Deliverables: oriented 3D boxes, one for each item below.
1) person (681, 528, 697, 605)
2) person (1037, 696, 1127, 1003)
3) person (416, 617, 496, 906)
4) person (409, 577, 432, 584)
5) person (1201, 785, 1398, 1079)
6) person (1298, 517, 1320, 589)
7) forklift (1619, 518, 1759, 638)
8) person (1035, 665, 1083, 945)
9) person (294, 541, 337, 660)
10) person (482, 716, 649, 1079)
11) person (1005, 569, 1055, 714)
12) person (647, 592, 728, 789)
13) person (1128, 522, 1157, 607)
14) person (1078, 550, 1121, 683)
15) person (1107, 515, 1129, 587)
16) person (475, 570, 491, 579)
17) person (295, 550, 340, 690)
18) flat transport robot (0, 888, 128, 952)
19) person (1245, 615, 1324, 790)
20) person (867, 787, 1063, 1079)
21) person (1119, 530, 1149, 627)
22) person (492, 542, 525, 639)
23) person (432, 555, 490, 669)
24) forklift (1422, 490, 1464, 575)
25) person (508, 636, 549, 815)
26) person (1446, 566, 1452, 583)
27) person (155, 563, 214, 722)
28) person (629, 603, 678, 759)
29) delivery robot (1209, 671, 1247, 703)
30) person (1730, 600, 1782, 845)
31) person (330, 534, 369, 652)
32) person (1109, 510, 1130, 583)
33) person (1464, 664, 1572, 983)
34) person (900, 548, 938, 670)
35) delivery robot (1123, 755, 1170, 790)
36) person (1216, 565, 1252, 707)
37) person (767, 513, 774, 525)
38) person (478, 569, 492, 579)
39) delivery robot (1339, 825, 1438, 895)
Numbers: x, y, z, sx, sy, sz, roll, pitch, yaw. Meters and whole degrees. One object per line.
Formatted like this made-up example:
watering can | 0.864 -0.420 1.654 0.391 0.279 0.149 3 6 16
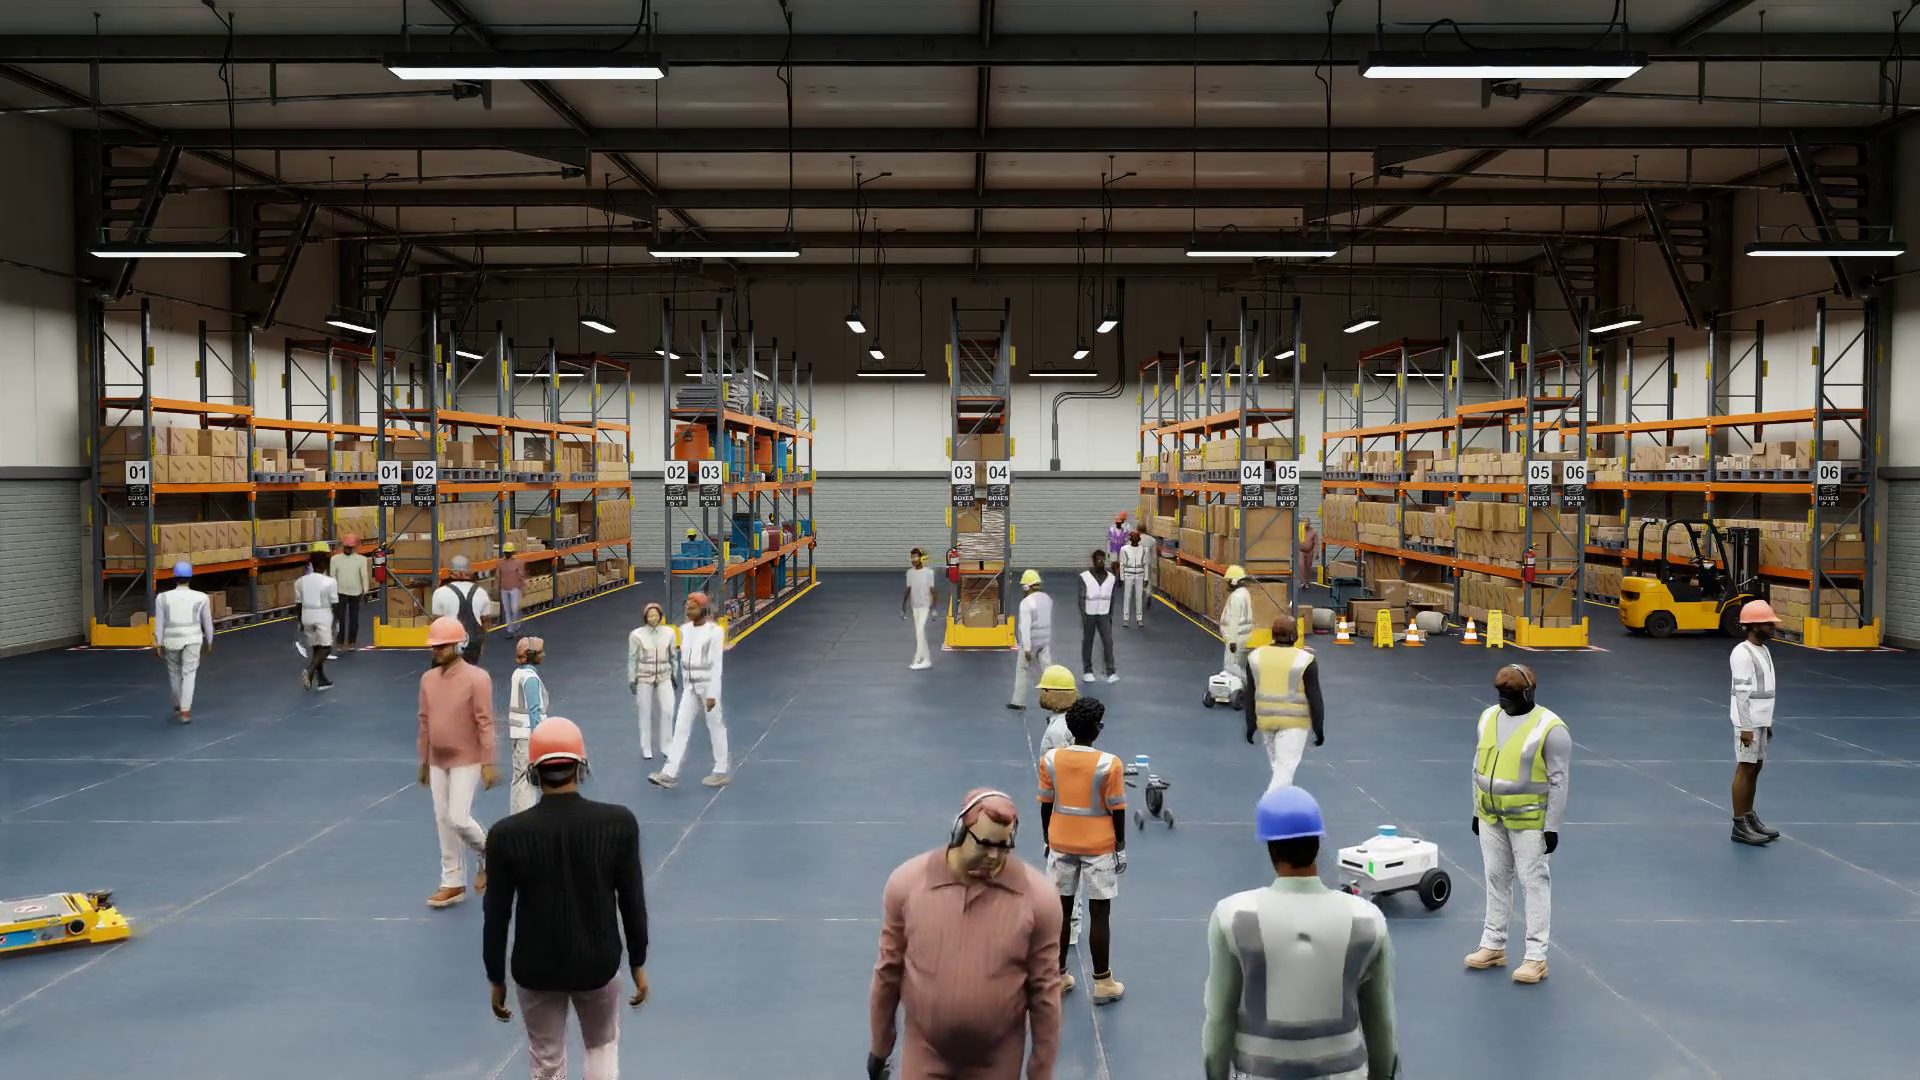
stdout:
person | -6.079 0.600 36.704 0.533 1.767 0.326 0 2 -4
person | 0.698 1.730 9.105 0.541 1.695 0.316 1 3 29
person | -3.467 1.509 11.097 0.645 1.981 0.470 1 3 27
person | -10.620 0.763 31.978 0.620 1.810 0.731 0 2 -3
person | 1.106 1.768 5.273 0.651 1.924 0.444 0 2 0
person | 8.936 0.353 41.627 0.679 1.860 0.950 0 2 1
forklift | 13.417 0.684 29.791 2.313 2.155 1.214 0 2 0
person | 0.620 1.663 10.221 0.303 1.743 0.494 0 2 12
person | -10.237 0.964 25.679 0.522 1.912 0.620 -1 2 -14
person | -1.579 1.694 6.464 0.645 1.976 0.433 -1 2 -18
person | 0.964 1.256 19.920 0.910 1.799 0.600 2 3 44
person | -2.503 1.419 15.094 0.611 1.839 0.942 2 3 36
person | 4.029 0.564 35.637 0.634 1.925 0.648 0 2 -3
person | 1.967 1.094 22.862 0.603 1.880 0.940 -1 2 -17
person | 4.147 0.303 42.348 0.578 1.908 0.807 0 2 8
person | -11.824 0.505 39.959 0.533 1.696 0.318 0 2 -5
person | -8.772 1.096 21.994 0.612 1.944 0.785 0 2 9
flat transport robot | -6.019 2.417 10.026 1.431 0.197 0.652 -2 3 -37
person | 2.668 1.515 13.310 0.639 1.801 0.943 2 3 38
person | 0.009 1.780 5.617 0.698 1.873 0.445 0 2 4
person | 3.400 0.748 31.516 0.573 1.883 0.356 0 2 -2
person | -8.132 0.912 29.053 0.541 1.749 0.570 0 2 9
person | -5.893 1.192 18.921 0.702 2.000 0.594 -2 3 -40
forklift | 13.926 -0.371 47.846 1.873 2.768 1.129 0 2 0
person | -3.493 1.601 13.075 0.310 1.638 0.523 -1 3 -29
person | 11.885 0.543 39.735 0.500 1.636 0.284 0 2 -5
person | -9.346 1.222 19.467 0.636 1.892 1.021 -1 2 -22
person | -3.154 1.467 16.684 0.541 1.615 0.636 -1 3 -25
delivery robot | 3.465 1.814 20.523 0.477 0.478 0.707 2 3 38
person | 6.414 1.454 13.016 0.352 1.942 0.545 2 3 42
person | -10.200 0.890 26.956 0.647 1.954 0.832 -1 2 -16
person | 4.371 0.183 44.201 0.621 2.003 0.544 2 3 44
person | 3.266 1.646 9.516 0.429 1.838 0.621 -2 3 -34
person | -0.666 1.050 24.492 0.546 1.834 0.838 2 3 36
delivery robot | 1.551 1.954 13.765 0.335 0.223 0.698 -1 2 -15
person | 3.550 1.219 20.472 0.565 1.811 0.606 1 2 19
person | -5.516 0.132 47.352 0.317 1.860 0.509 -1 2 -14
person | -11.364 0.596 38.628 0.516 1.613 0.442 1 2 18
delivery robot | 2.917 2.192 11.003 0.707 0.478 0.477 -1 3 -33
